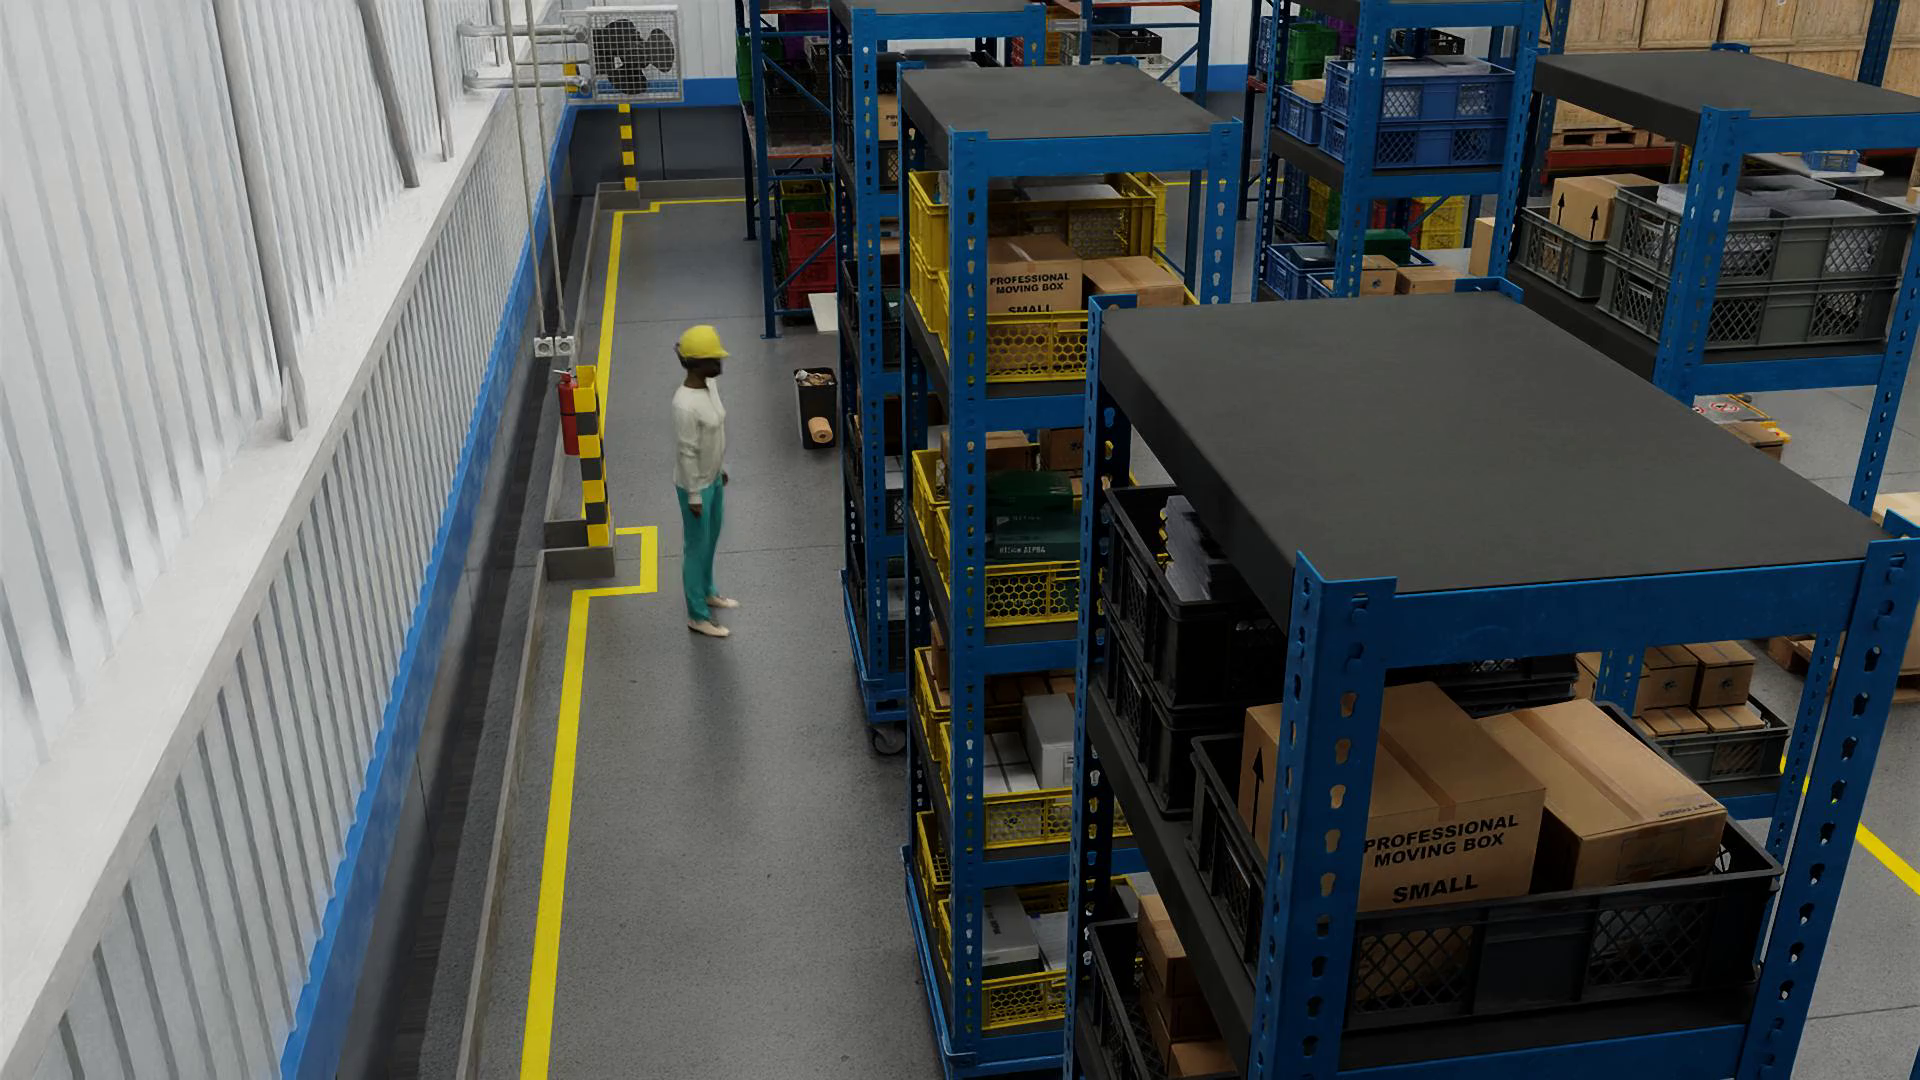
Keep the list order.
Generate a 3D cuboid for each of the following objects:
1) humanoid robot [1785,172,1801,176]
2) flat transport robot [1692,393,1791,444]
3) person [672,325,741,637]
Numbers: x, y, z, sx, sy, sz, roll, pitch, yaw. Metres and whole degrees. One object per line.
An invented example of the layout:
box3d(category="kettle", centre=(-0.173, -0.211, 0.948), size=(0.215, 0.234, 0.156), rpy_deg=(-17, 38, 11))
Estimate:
box3d(category="humanoid robot", centre=(6.413, -2.131, 13.248), size=(0.632, 1.644, 0.374), rpy_deg=(18, 30, 33))
box3d(category="flat transport robot", centre=(5.224, -0.859, 12.132), size=(1.431, 0.197, 0.652), rpy_deg=(-4, 25, -8))
box3d(category="person", centre=(-1.414, -0.334, 9.238), size=(0.326, 1.769, 0.537), rpy_deg=(4, 25, 9))
